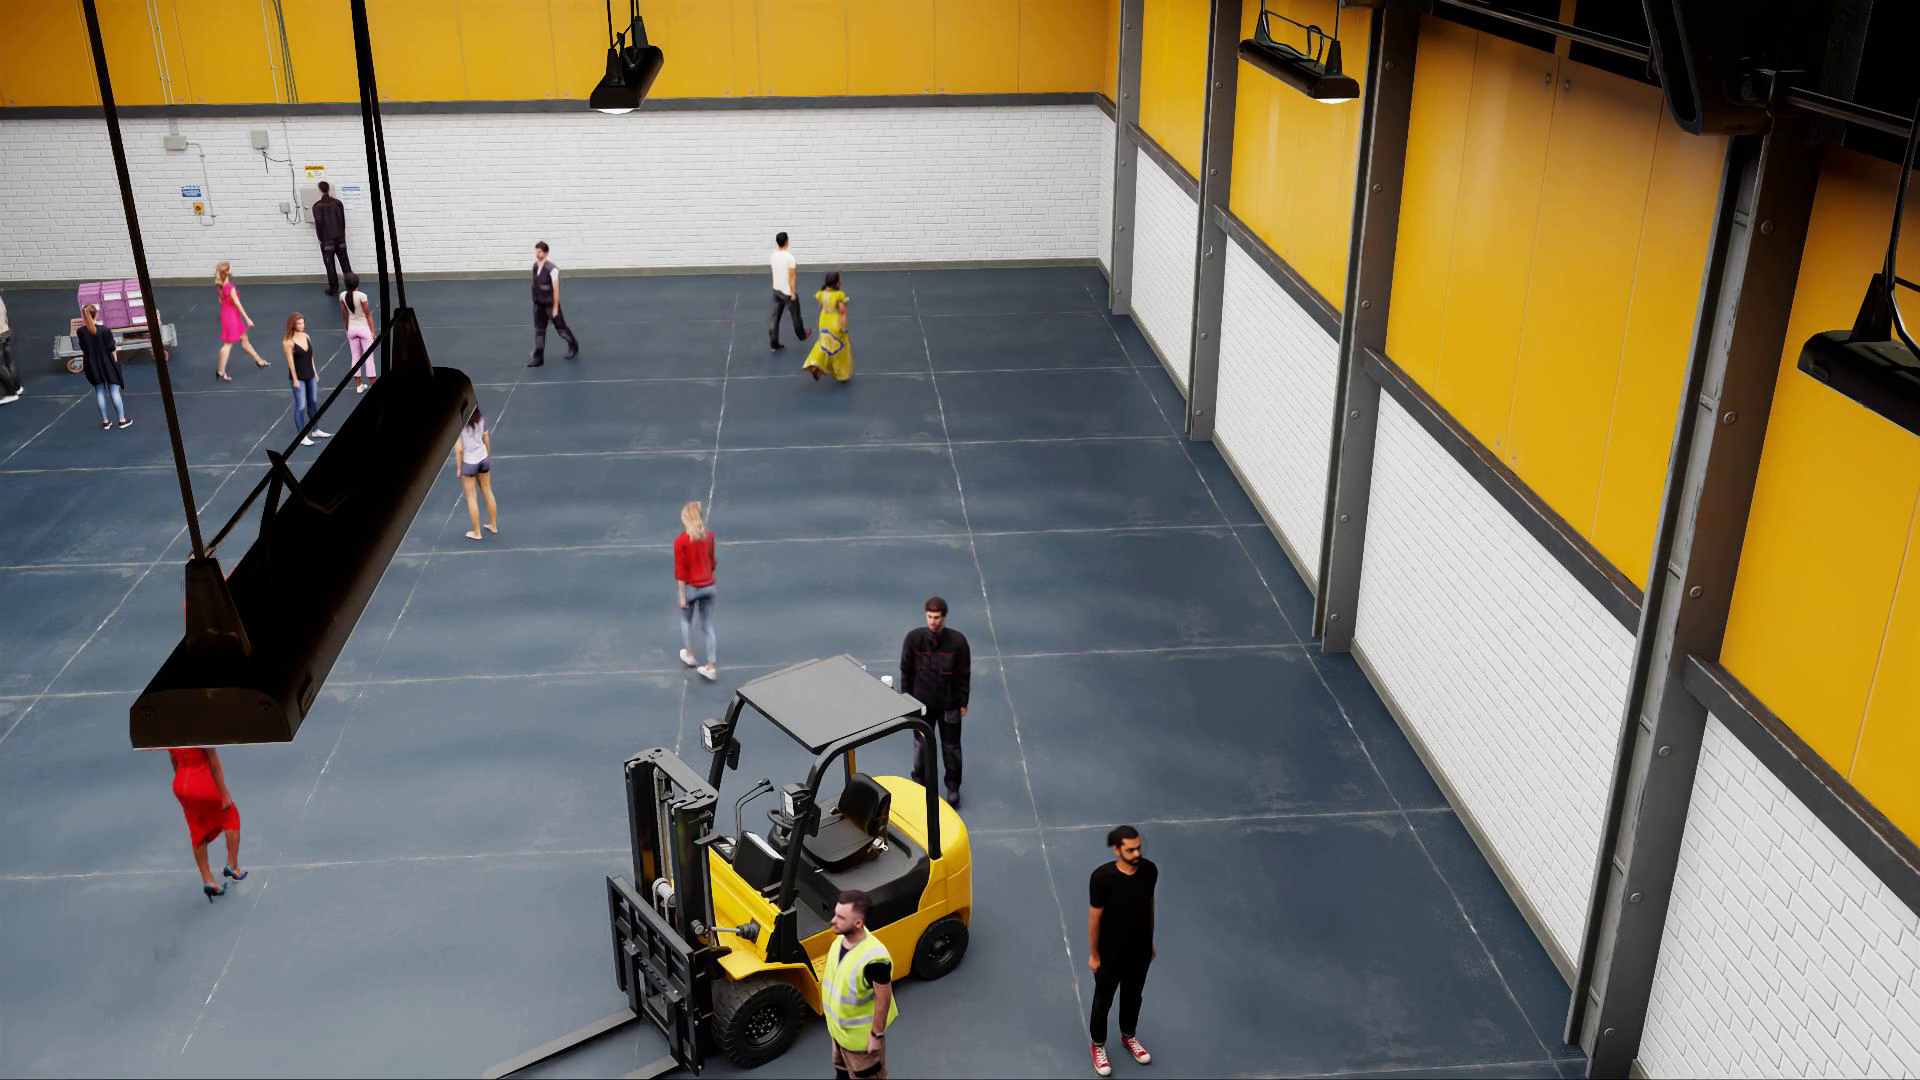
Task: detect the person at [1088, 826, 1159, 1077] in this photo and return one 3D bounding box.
[{"bbox_3d":[1.034,2.588,10.632,0.700,1.757,0.686,-10,26,-22],"label":"person"}]

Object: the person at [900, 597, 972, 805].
[{"bbox_3d":[-0.182,1.291,13.499,0.775,1.839,0.660,3,24,8],"label":"person"}]

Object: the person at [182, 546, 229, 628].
[{"bbox_3d":[-6.569,0.804,14.795,0.645,1.693,0.627,0,24,0],"label":"person"}]

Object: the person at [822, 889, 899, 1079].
[{"bbox_3d":[-0.620,2.856,9.908,0.895,1.847,0.817,-15,28,-31],"label":"person"}]

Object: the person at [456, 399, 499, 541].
[{"bbox_3d":[-5.417,-0.856,18.539,0.713,1.735,0.656,19,30,37],"label":"person"}]

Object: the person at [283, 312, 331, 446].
[{"bbox_3d":[-8.463,-2.099,21.399,0.732,1.721,0.605,9,25,19],"label":"person"}]

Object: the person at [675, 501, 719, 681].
[{"bbox_3d":[-2.416,0.519,15.504,0.889,1.648,0.991,-22,32,-40],"label":"person"}]

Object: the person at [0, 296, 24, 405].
[{"bbox_3d":[-13.279,-2.837,23.006,1.002,1.787,0.648,6,24,14],"label":"person"}]

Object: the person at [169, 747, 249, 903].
[{"bbox_3d":[-5.624,1.910,12.217,0.667,1.731,0.702,4,24,8],"label":"person"}]

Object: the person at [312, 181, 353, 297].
[{"bbox_3d":[-10.571,-5.090,28.004,0.778,1.912,0.814,-21,31,-40],"label":"person"}]

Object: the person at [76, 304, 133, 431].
[{"bbox_3d":[-11.285,-2.283,21.868,0.620,1.683,0.545,-2,24,-6],"label":"person"}]

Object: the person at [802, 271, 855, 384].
[{"bbox_3d":[-1.839,-2.975,23.507,1.120,1.640,1.242,13,27,28],"label":"person"}]

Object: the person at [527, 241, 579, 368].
[{"bbox_3d":[-5.977,-3.470,24.430,1.106,1.807,1.277,13,27,27],"label":"person"}]

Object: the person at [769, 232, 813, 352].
[{"bbox_3d":[-2.709,-3.702,25.013,1.072,1.765,1.202,14,27,29],"label":"person"}]

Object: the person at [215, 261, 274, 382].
[{"bbox_3d":[-10.485,-3.086,23.698,0.982,1.689,1.055,-16,28,-32],"label":"person"}]

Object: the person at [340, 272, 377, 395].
[{"bbox_3d":[-8.380,-2.898,23.210,0.638,1.736,0.614,5,24,12],"label":"person"}]
